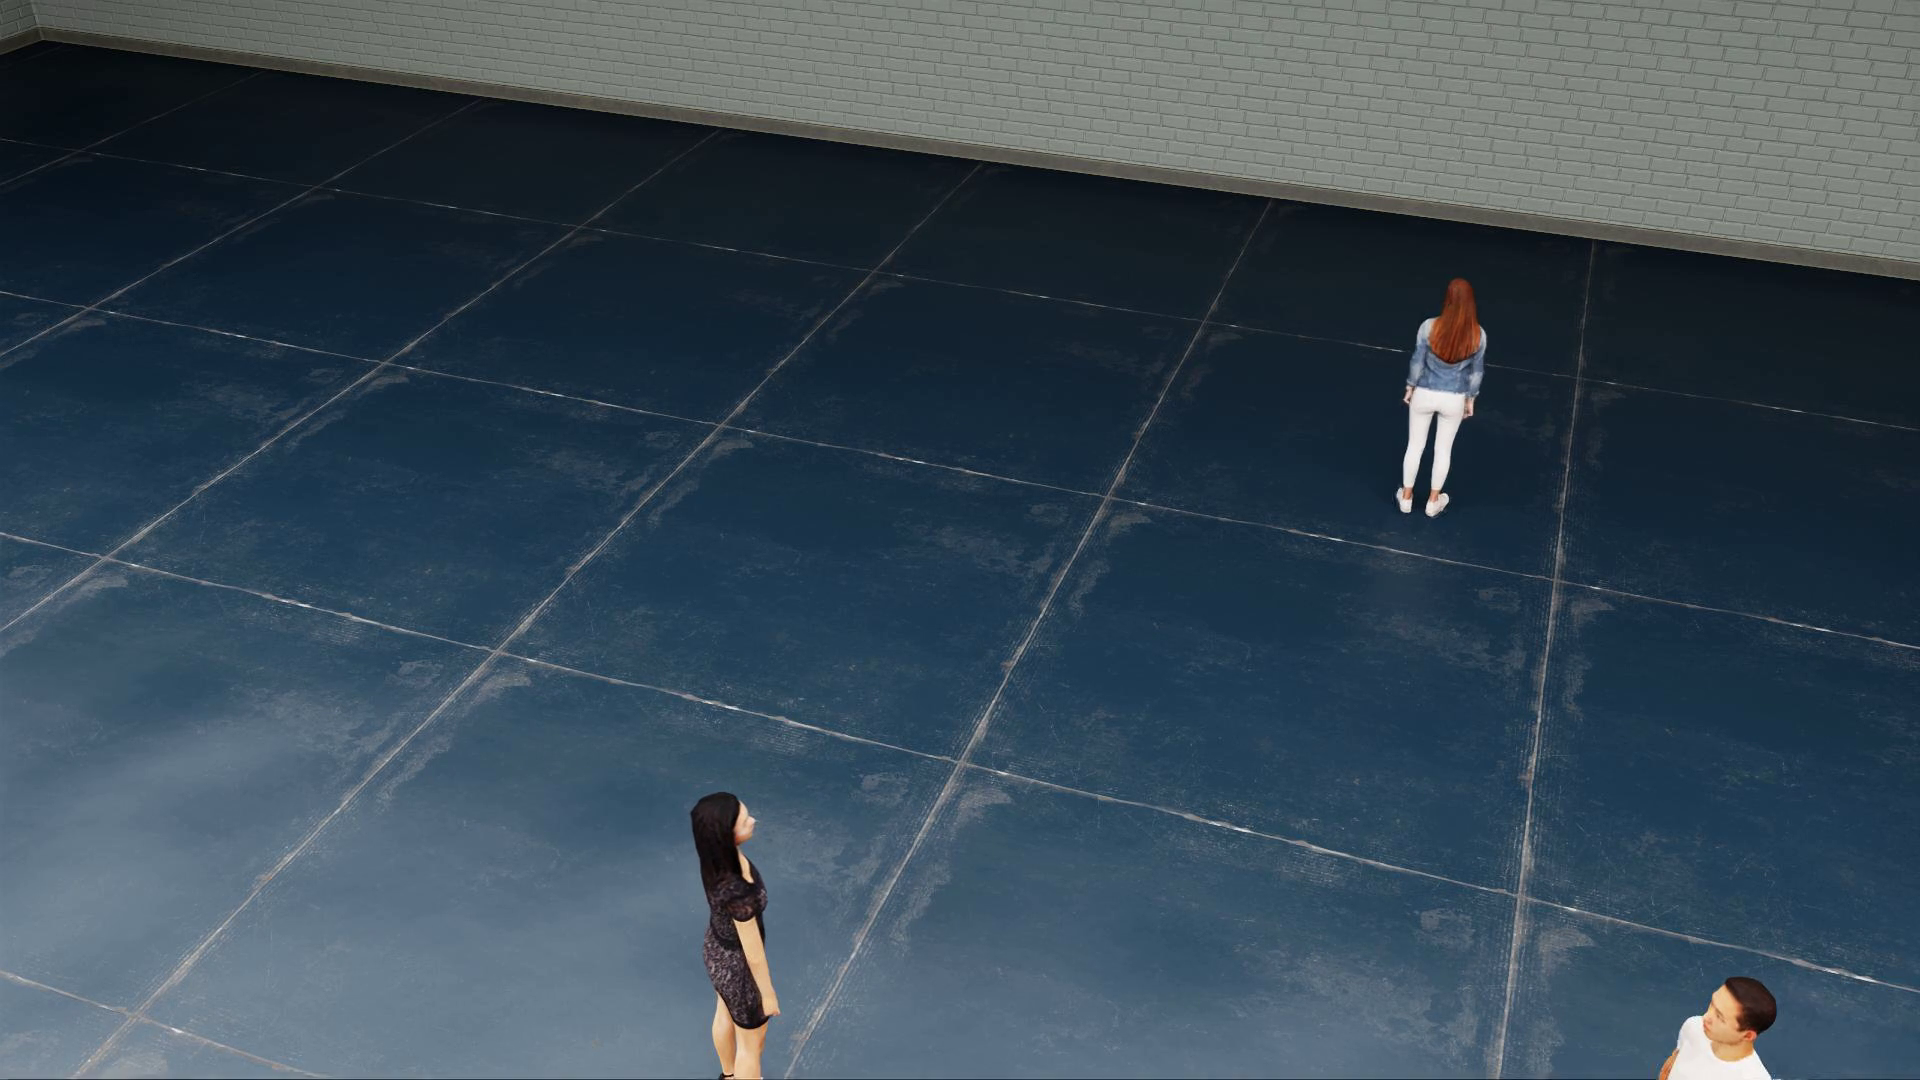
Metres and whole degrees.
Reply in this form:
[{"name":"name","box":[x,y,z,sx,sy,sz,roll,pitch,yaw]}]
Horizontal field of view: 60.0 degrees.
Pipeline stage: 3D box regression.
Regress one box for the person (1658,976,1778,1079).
[{"name":"person","box":[2.723,2.258,6.018,0.849,1.792,0.775,-3,33,-4]}]

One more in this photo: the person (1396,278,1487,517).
[{"name":"person","box":[3.160,-0.929,11.001,0.644,1.701,0.546,12,35,17]}]

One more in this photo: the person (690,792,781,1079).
[{"name":"person","box":[-0.917,1.742,6.812,0.706,1.791,0.647,-15,36,-21]}]
